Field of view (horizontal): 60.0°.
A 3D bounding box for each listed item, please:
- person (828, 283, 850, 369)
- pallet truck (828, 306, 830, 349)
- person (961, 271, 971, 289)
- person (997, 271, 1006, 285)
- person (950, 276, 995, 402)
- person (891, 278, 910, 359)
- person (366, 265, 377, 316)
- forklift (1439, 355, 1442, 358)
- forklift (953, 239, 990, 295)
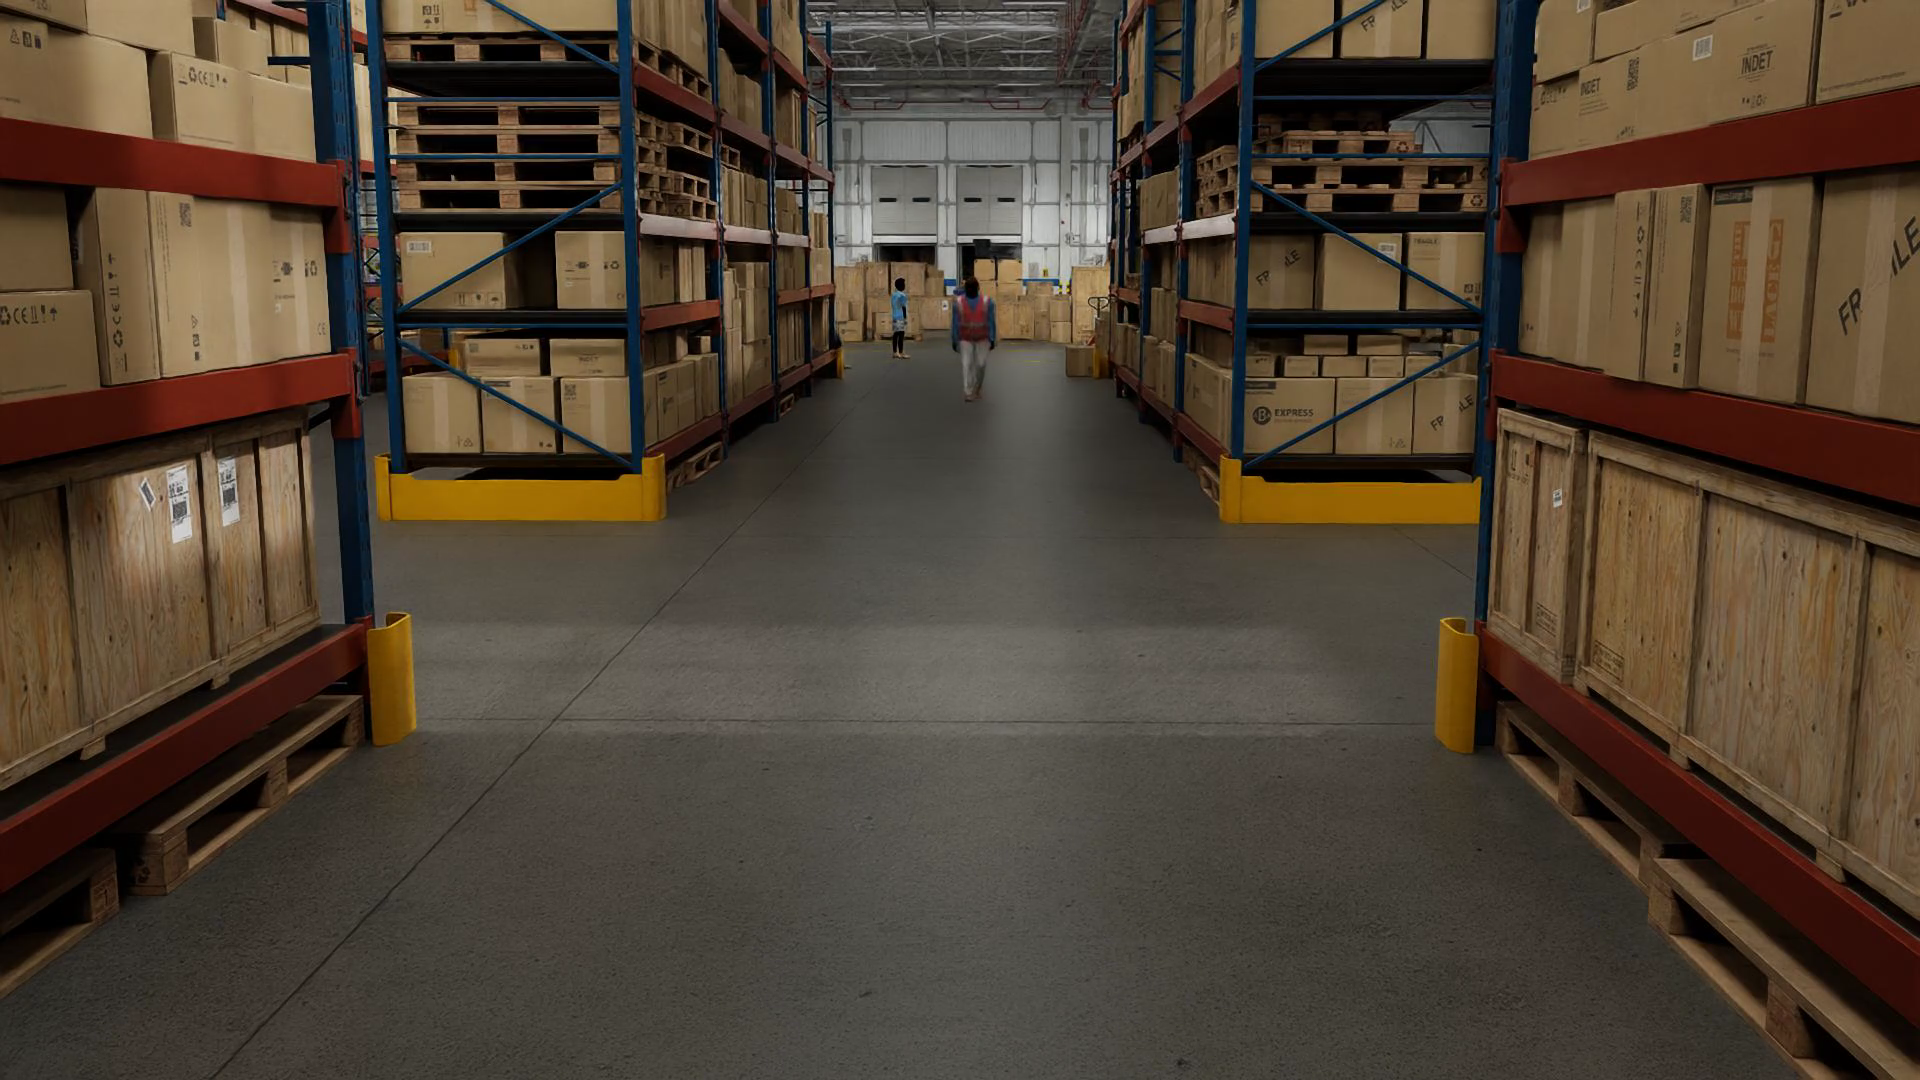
[{"bbox_3d":[-2.531,-4.060,31.502,0.799,1.667,0.528,-4,10,-25],"label":"person"},{"bbox_3d":[-3.100,-3.940,29.800,1.885,1.965,0.823,3,10,19],"label":"pallet truck"},{"bbox_3d":[0.305,-8.853,60.130,0.540,1.696,0.316,-1,10,-5],"label":"person"},{"bbox_3d":[1.589,-8.982,60.380,0.940,1.883,0.586,5,11,27],"label":"person"},{"bbox_3d":[0.183,-2.907,24.126,0.661,1.824,0.483,-1,9,-3],"label":"person"},{"bbox_3d":[-1.260,-4.665,35.043,0.317,1.696,0.539,-5,11,-29],"label":"person"},{"bbox_3d":[-22.178,-9.398,62.738,0.389,1.916,0.585,-6,11,-31],"label":"person"},{"bbox_3d":[10.647,-4.979,33.384,1.873,2.768,1.129,-9,13,-44],"label":"forklift"},{"bbox_3d":[0.752,-8.931,57.061,1.873,2.768,1.129,3,10,16],"label":"forklift"}]
